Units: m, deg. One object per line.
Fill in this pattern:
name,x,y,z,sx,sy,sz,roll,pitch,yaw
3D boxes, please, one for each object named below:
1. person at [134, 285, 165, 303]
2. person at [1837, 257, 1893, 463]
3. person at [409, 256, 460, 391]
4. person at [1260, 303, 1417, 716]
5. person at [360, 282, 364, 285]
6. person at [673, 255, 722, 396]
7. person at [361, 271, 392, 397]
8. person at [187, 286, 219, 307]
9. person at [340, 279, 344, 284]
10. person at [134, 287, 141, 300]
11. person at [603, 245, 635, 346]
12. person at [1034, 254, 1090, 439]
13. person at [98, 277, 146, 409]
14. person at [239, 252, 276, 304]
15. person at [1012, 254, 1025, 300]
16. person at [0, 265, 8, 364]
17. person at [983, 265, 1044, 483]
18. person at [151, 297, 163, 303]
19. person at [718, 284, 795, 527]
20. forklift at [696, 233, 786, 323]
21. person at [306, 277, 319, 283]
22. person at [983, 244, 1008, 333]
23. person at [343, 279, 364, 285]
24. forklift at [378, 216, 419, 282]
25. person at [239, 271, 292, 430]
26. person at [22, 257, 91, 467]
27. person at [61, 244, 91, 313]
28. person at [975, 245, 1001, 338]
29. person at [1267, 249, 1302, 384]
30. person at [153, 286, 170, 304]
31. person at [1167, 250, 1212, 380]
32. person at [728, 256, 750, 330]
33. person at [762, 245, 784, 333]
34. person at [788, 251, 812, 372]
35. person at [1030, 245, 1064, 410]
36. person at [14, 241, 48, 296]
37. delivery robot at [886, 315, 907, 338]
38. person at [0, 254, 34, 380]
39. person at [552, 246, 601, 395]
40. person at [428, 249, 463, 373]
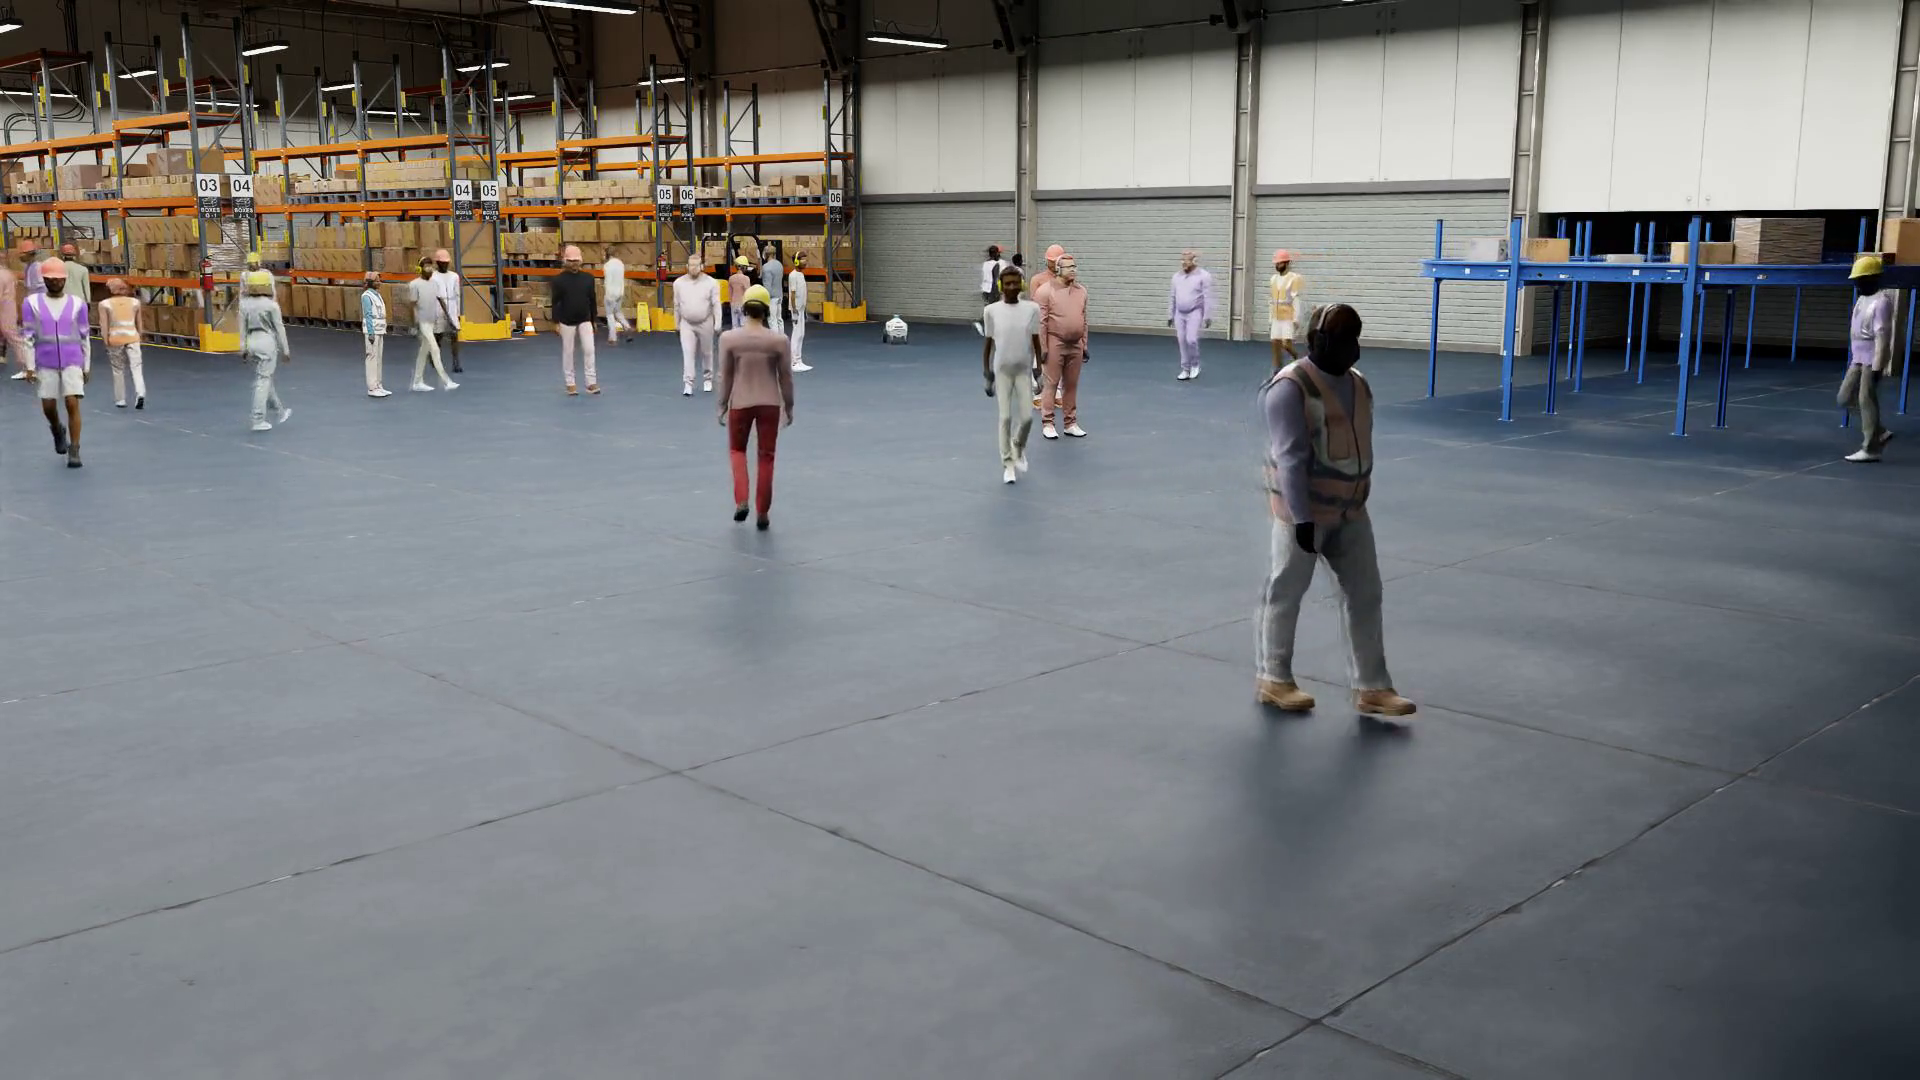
person,-18.796,-5.851,38.519,0.648,1.825,0.562,-8,13,-38
person,8.519,-1.691,15.633,0.473,1.901,0.682,2,11,8
person,-7.114,-2.911,22.518,0.935,1.814,0.549,3,11,18
person,1.650,-0.105,7.234,0.633,1.811,0.837,-7,13,-34
person,-15.359,-6.577,43.003,0.269,1.632,0.509,10,14,43
person,-3.507,-2.887,22.301,0.663,1.855,1.007,0,10,-1
person,-7.711,-2.713,21.914,0.306,1.639,0.523,-1,10,-4
person,-16.758,-5.552,36.860,0.969,1.829,0.606,9,14,40
person,-18.261,-7.893,49.541,0.570,1.866,0.413,5,11,24
person,-22.112,-6.974,44.781,0.570,1.788,0.944,7,12,33
person,-6.617,-4.702,31.983,0.535,1.922,0.645,4,11,19
person,1.094,-2.032,17.464,0.647,1.912,0.409,-7,12,-32
person,-10.231,-2.414,20.372,0.502,1.605,0.760,-8,13,-37
person,-12.221,-4.090,28.925,0.621,1.819,0.426,0,10,0
person,1.269,-5.494,36.922,0.320,1.698,0.531,-5,11,-24
person,-15.967,-3.870,27.248,0.699,2.000,0.799,-2,11,-12
person,0.458,-1.435,14.343,0.540,1.860,0.448,-1,10,-3
person,-20.975,-6.844,43.403,0.656,2.009,0.853,-7,13,-34
person,-1.478,-0.971,12.089,0.559,1.750,0.410,-1,10,-6
forklift,-5.496,-6.489,41.108,2.313,2.155,1.214,-10,14,-44
person,-19.999,-8.231,51.281,0.612,1.915,0.606,8,13,37
person,0.720,-5.372,35.667,0.585,1.907,0.771,-10,15,-44
person,-15.456,-6.561,42.223,0.611,1.890,0.616,5,11,25
forklift,-17.868,-9.201,54.028,1.873,2.768,1.129,-10,14,-44
person,-7.606,-2.095,18.340,0.507,1.702,0.849,3,11,16
person,-8.330,-1.654,15.381,0.565,1.918,0.631,-6,12,-28
person,-15.673,-4.232,29.348,0.609,1.955,0.994,-7,12,-33
person,0.635,-5.101,34.207,0.626,1.906,0.604,-4,11,-20
person,4.621,-3.164,23.607,0.547,1.919,0.565,-8,13,-38
person,-19.777,-6.193,41.032,0.512,1.592,0.849,-9,14,-40
person,3.332,-3.288,24.357,0.679,1.889,0.443,8,13,38
person,-3.678,-3.897,28.052,0.524,1.760,0.328,9,14,40
person,-3.371,-4.314,29.832,0.375,1.940,0.627,4,11,18
person,-2.517,-3.583,26.070,0.321,1.864,0.514,2,11,12
person,1.129,-2.606,20.379,0.610,1.989,0.391,-7,12,-32
person,-15.242,-3.907,27.418,0.760,2.008,0.507,10,14,44
delivery robot,-1.255,-4.193,32.808,0.477,0.478,0.707,-2,10,-10
person,-14.168,-3.282,24.403,0.960,1.855,0.673,-4,11,-20
person,-5.055,-2.888,21.991,0.650,1.956,0.900,-6,12,-30
person,-8.098,-3.590,25.999,0.553,1.912,0.878,-8,13,-37
